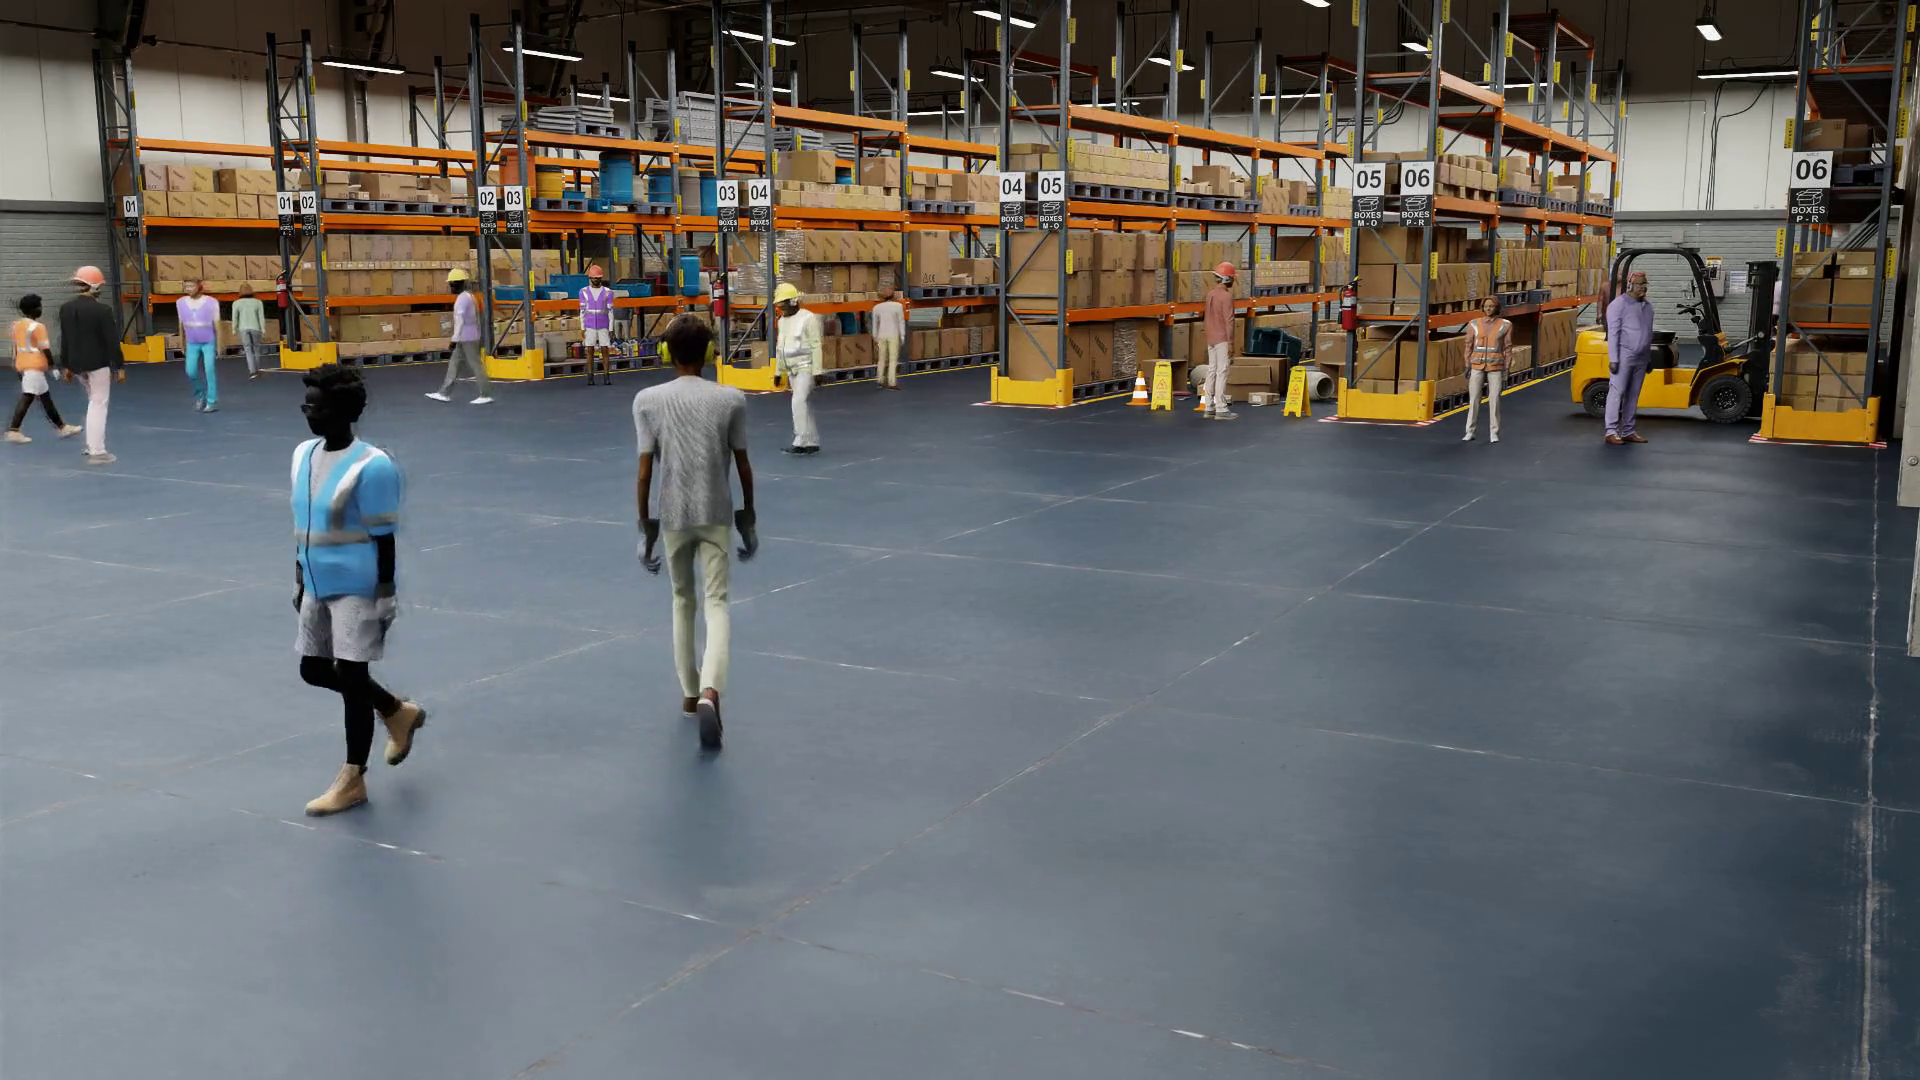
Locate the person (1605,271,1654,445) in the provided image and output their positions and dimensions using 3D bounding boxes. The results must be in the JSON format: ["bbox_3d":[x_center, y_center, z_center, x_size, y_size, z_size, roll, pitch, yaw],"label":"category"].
[{"bbox_3d":[7.434,-2.011,18.402,0.637,1.911,0.406,-5,11,-28],"label":"person"}]

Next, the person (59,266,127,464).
[{"bbox_3d":[-8.663,-1.757,16.709,0.646,1.971,0.527,3,10,17],"label":"person"}]

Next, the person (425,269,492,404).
[{"bbox_3d":[-7.039,-2.829,23.248,0.949,1.881,0.614,-4,10,-20],"label":"person"}]

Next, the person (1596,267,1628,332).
[{"bbox_3d":[12.549,-4.288,31.872,0.638,1.872,0.940,5,11,29],"label":"person"}]

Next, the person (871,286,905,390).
[{"bbox_3d":[-1.119,-3.108,25.714,0.537,1.614,0.343,3,10,15],"label":"person"}]

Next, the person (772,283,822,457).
[{"bbox_3d":[-1.718,-1.744,17.195,0.671,1.790,0.650,-8,12,-38],"label":"person"}]

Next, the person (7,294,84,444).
[{"bbox_3d":[-10.272,-1.907,18.538,0.546,1.642,0.885,8,12,37],"label":"person"}]

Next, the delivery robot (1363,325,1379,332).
[{"bbox_3d":[9.369,-4.630,37.414,0.707,0.478,0.477,-2,10,-10],"label":"delivery robot"}]

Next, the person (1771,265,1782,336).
[{"bbox_3d":[15.723,-4.368,32.217,0.619,1.903,0.634,6,12,33],"label":"person"}]

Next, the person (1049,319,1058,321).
[{"bbox_3d":[1.939,-4.268,32.060,0.523,1.759,0.333,6,11,32],"label":"person"}]

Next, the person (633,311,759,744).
[{"bbox_3d":[-1.146,-0.067,7.228,0.518,1.847,0.854,-1,10,-3],"label":"person"}]

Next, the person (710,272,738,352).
[{"bbox_3d":[-4.325,-4.020,30.355,0.540,1.848,0.812,2,10,11],"label":"person"}]

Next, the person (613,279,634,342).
[{"bbox_3d":[-6.601,-4.279,32.476,0.499,1.635,0.287,3,10,19],"label":"person"}]

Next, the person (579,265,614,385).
[{"bbox_3d":[-5.831,-3.439,26.725,0.540,1.929,0.391,-2,10,-10],"label":"person"}]

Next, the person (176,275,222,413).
[{"bbox_3d":[-10.065,-2.597,22.063,0.587,1.824,0.439,0,10,-2],"label":"person"}]

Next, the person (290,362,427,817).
[{"bbox_3d":[-2.280,0.166,6.285,0.546,1.684,0.545,7,12,34],"label":"person"}]

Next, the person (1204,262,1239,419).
[{"bbox_3d":[3.345,-2.535,21.217,0.396,1.992,0.623,-3,10,-19],"label":"person"}]

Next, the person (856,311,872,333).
[{"bbox_3d":[-1.872,-4.503,33.263,0.606,1.819,0.640,8,13,39],"label":"person"}]

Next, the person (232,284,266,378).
[{"bbox_3d":[-12.184,-3.577,28.472,0.517,1.582,0.884,-5,11,-29],"label":"person"}]

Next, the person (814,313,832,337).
[{"bbox_3d":[-2.574,-3.926,29.571,0.625,1.931,0.375,0,10,0],"label":"person"}]

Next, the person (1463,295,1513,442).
[{"bbox_3d":[5.895,-1.910,18.588,0.513,1.642,0.313,5,11,26],"label":"person"}]

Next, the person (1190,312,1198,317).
[{"bbox_3d":[4.846,-4.400,33.206,0.508,1.629,0.317,2,10,12],"label":"person"}]
